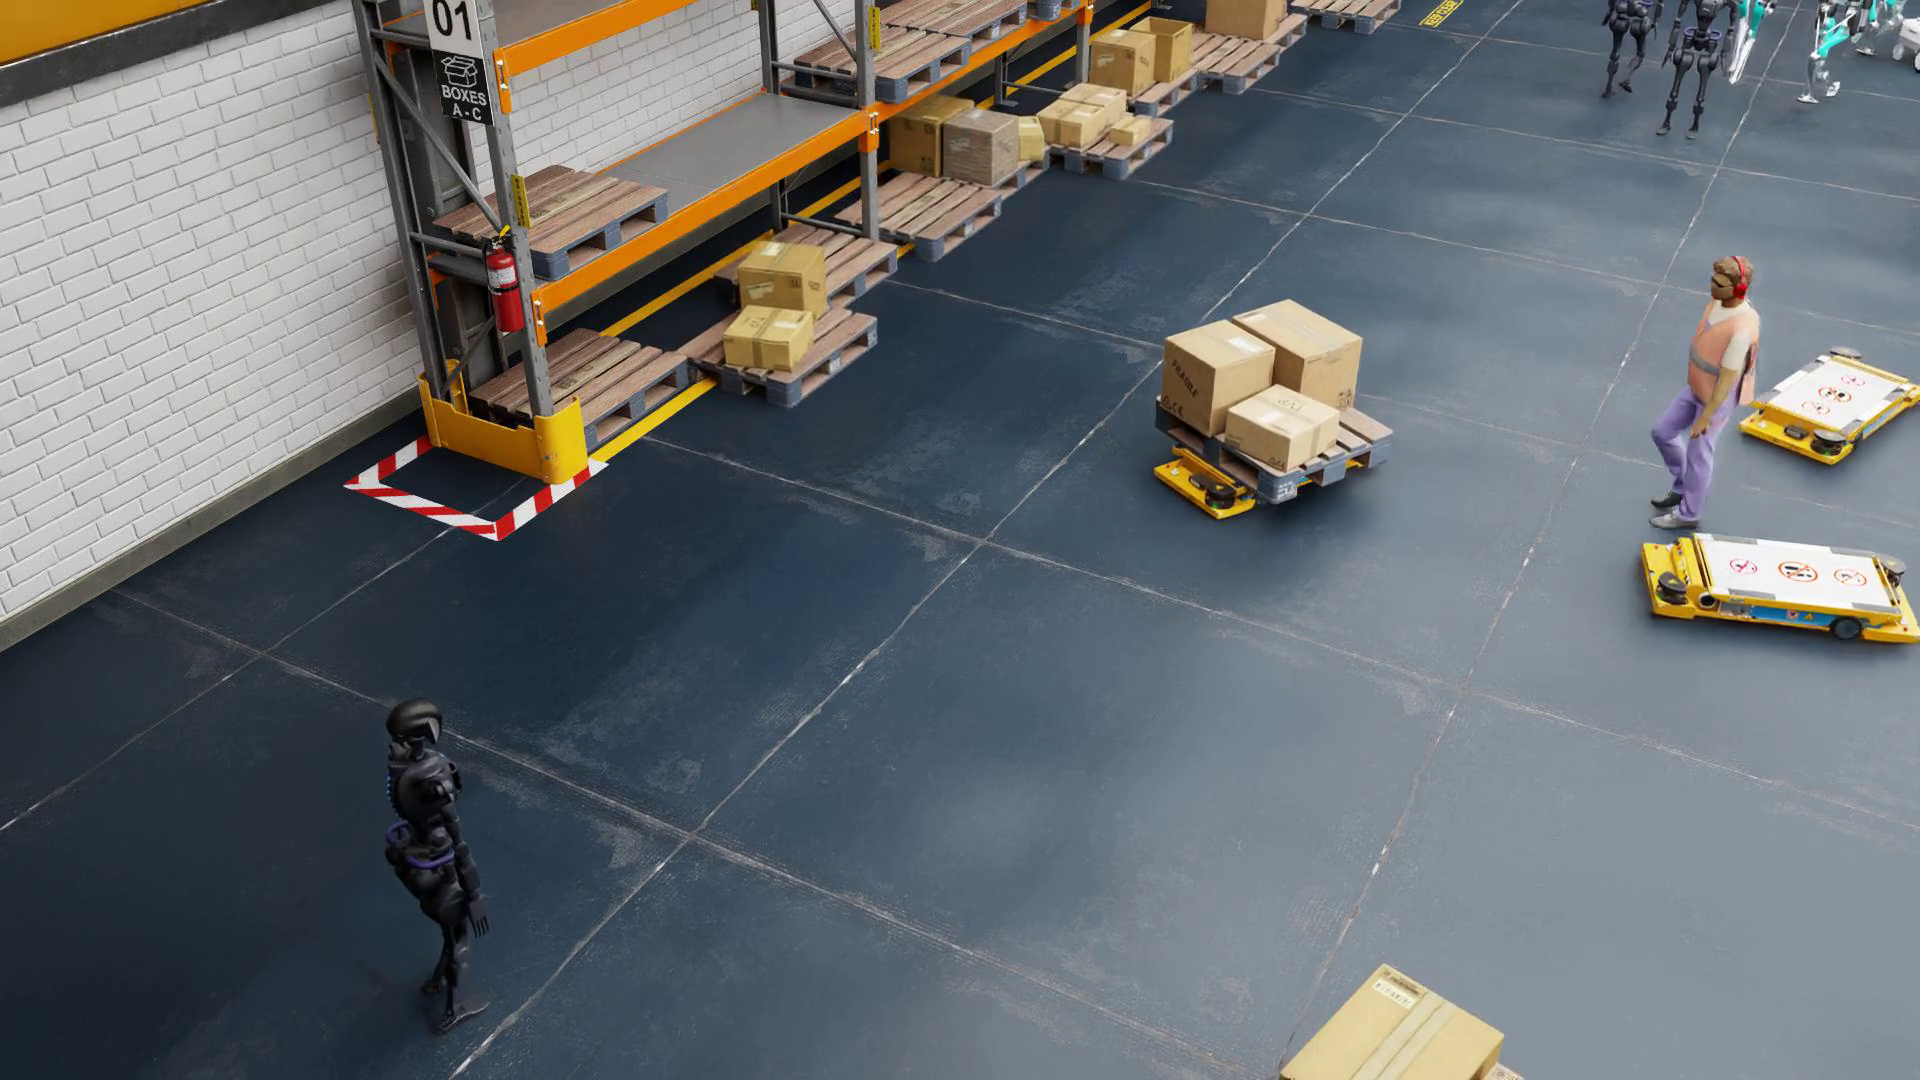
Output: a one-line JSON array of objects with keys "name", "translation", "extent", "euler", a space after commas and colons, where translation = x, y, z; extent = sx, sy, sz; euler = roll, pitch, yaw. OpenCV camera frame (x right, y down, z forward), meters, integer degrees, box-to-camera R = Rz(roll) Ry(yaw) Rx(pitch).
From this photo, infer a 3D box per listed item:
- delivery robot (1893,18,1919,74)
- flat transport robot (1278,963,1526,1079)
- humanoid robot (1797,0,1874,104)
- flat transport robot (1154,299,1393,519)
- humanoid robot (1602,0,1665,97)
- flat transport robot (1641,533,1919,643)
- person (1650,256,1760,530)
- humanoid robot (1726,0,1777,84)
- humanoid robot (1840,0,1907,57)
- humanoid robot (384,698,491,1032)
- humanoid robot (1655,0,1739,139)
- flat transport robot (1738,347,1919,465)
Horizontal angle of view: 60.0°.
[{"name": "delivery robot", "translation": [10.561, -5.385, 18.053], "extent": [0.499, 0.613, 0.796], "euler": [-5, 34, -8]}, {"name": "flat transport robot", "translation": [1.762, 2.608, 6.203], "extent": [0.659, 0.231, 1.431], "euler": [27, 42, 35]}, {"name": "humanoid robot", "translation": [8.683, -5.150, 16.620], "extent": [1.036, 1.726, 0.587], "euler": [-23, 40, -30]}, {"name": "flat transport robot", "translation": [2.045, -0.549, 10.979], "extent": [1.431, 0.231, 0.659], "euler": [-20, 38, -27]}, {"name": "humanoid robot", "translation": [6.859, -5.354, 16.969], "extent": [0.584, 1.652, 0.351], "euler": [23, 40, 30]}, {"name": "flat transport robot", "translation": [4.792, 0.271, 9.739], "extent": [1.431, 0.231, 0.659], "euler": [7, 34, 10]}, {"name": "person", "translation": [4.511, -0.861, 10.035], "extent": [0.452, 1.824, 0.581], "euler": [3, 34, 4]}, {"name": "humanoid robot", "translation": [8.380, -5.709, 17.467], "extent": [0.549, 1.794, 0.767], "euler": [24, 40, 32]}, {"name": "humanoid robot", "translation": [10.049, -6.047, 17.993], "extent": [0.547, 1.826, 0.690], "euler": [-14, 36, -21]}, {"name": "humanoid robot", "translation": [-2.163, 1.347, 6.833], "extent": [0.364, 1.638, 0.588], "euler": [-28, 43, -36]}, {"name": "humanoid robot", "translation": [7.090, -4.687, 15.953], "extent": [0.601, 1.650, 0.323], "euler": [18, 37, 25]}, {"name": "flat transport robot", "translation": [6.089, -0.946, 11.579], "extent": [1.431, 0.231, 0.659], "euler": [-26, 42, -34]}]
